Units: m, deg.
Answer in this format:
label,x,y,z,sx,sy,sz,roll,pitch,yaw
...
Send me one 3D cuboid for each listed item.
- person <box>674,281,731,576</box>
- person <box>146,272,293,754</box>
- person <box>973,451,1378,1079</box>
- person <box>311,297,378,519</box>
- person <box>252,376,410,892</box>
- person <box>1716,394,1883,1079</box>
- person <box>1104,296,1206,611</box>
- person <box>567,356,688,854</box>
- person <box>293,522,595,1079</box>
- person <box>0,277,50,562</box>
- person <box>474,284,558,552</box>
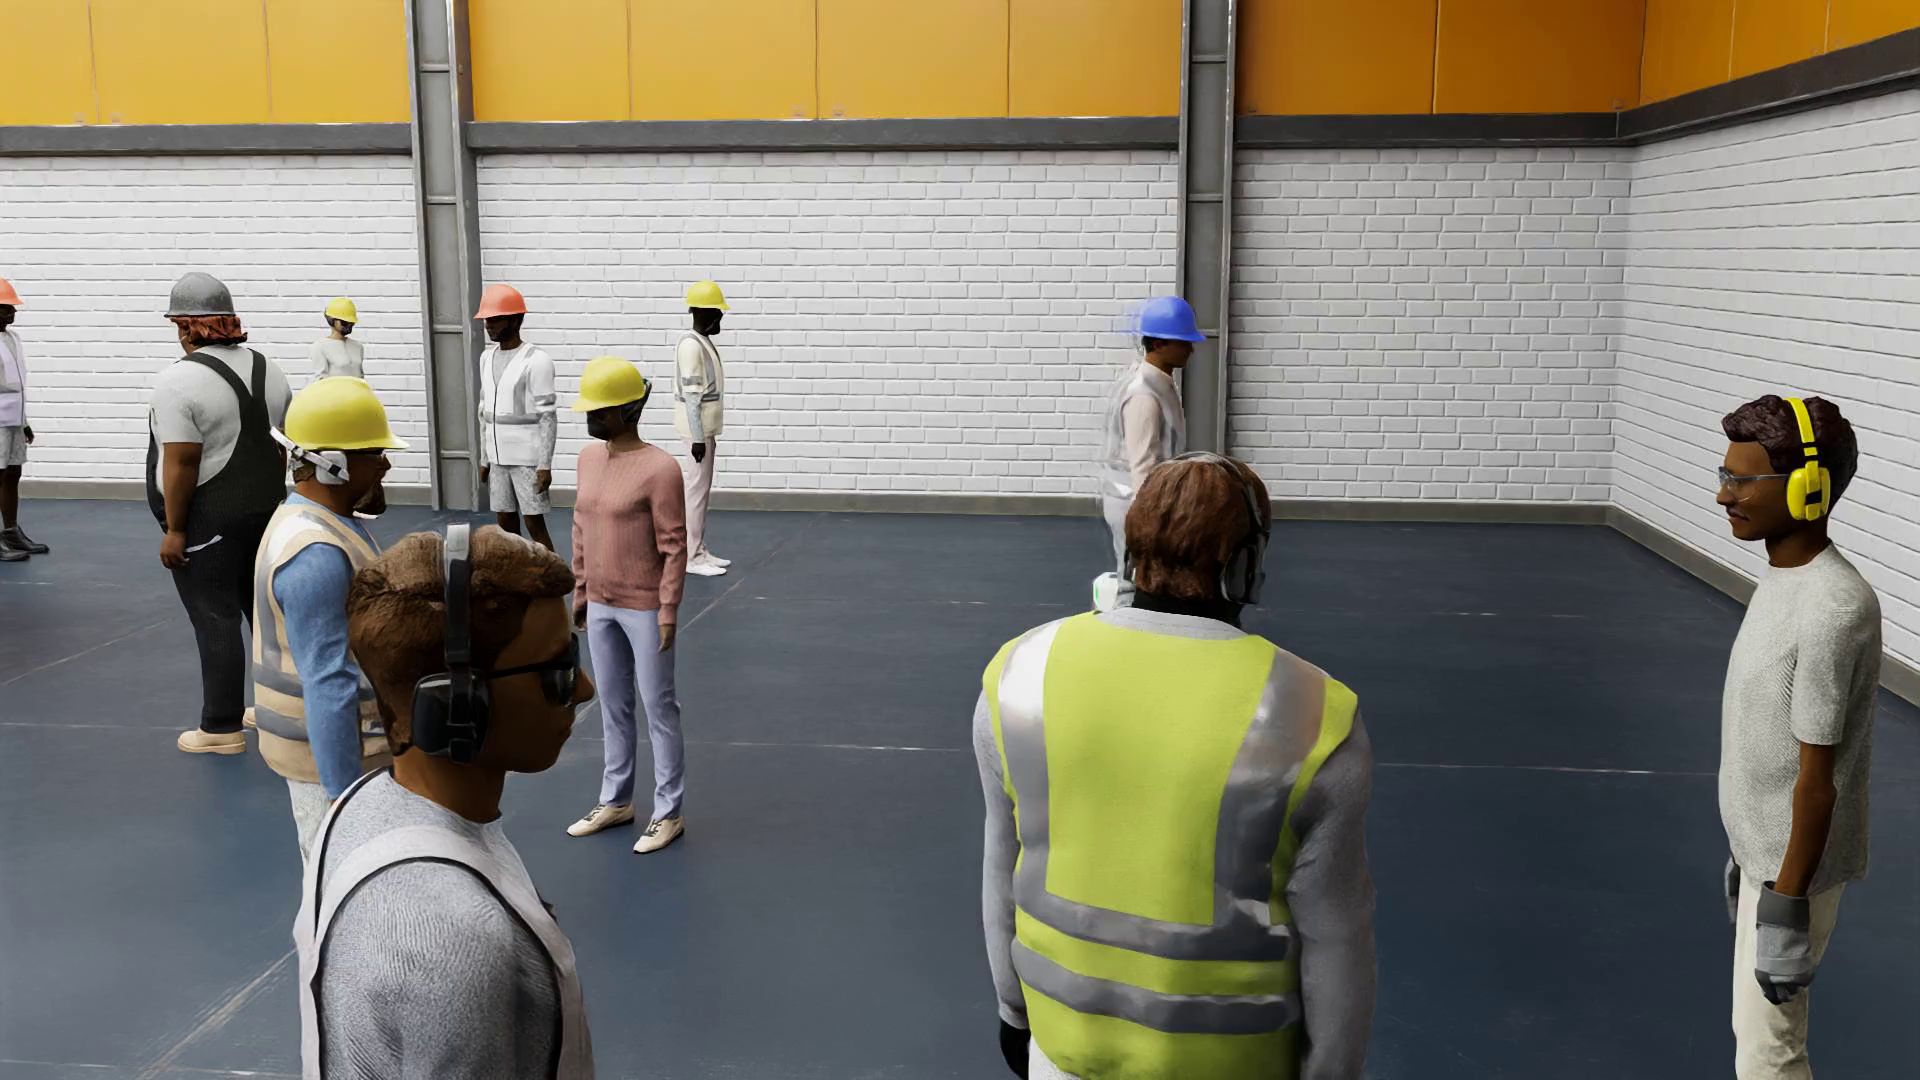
label,x,y,z,sx,sy,sz,roll,pitch,yaw
person,-1.678,-0.734,10.941,0.382,1.924,0.594,0,10,-2
person,-3.187,-0.121,7.103,0.535,2.000,0.687,3,10,19
person,0.331,0.774,2.601,0.635,1.831,0.429,5,11,26
person,-4.796,-1.003,12.960,0.321,1.761,0.522,4,11,22
person,-1.529,0.507,4.151,0.404,1.824,0.586,-3,10,-17
person,1.574,0.646,3.242,0.334,1.860,0.509,4,11,20
person,0.885,-0.115,7.395,0.543,1.923,0.642,3,10,18
person,-1.191,0.231,5.898,0.523,1.761,0.328,7,12,35
person,-0.547,0.893,1.861,0.325,1.843,0.516,-5,11,-27
person,-6.562,-0.828,11.445,0.378,1.938,0.547,0,10,-1
person,-2.531,-0.471,9.405,0.552,1.935,0.373,6,12,32
